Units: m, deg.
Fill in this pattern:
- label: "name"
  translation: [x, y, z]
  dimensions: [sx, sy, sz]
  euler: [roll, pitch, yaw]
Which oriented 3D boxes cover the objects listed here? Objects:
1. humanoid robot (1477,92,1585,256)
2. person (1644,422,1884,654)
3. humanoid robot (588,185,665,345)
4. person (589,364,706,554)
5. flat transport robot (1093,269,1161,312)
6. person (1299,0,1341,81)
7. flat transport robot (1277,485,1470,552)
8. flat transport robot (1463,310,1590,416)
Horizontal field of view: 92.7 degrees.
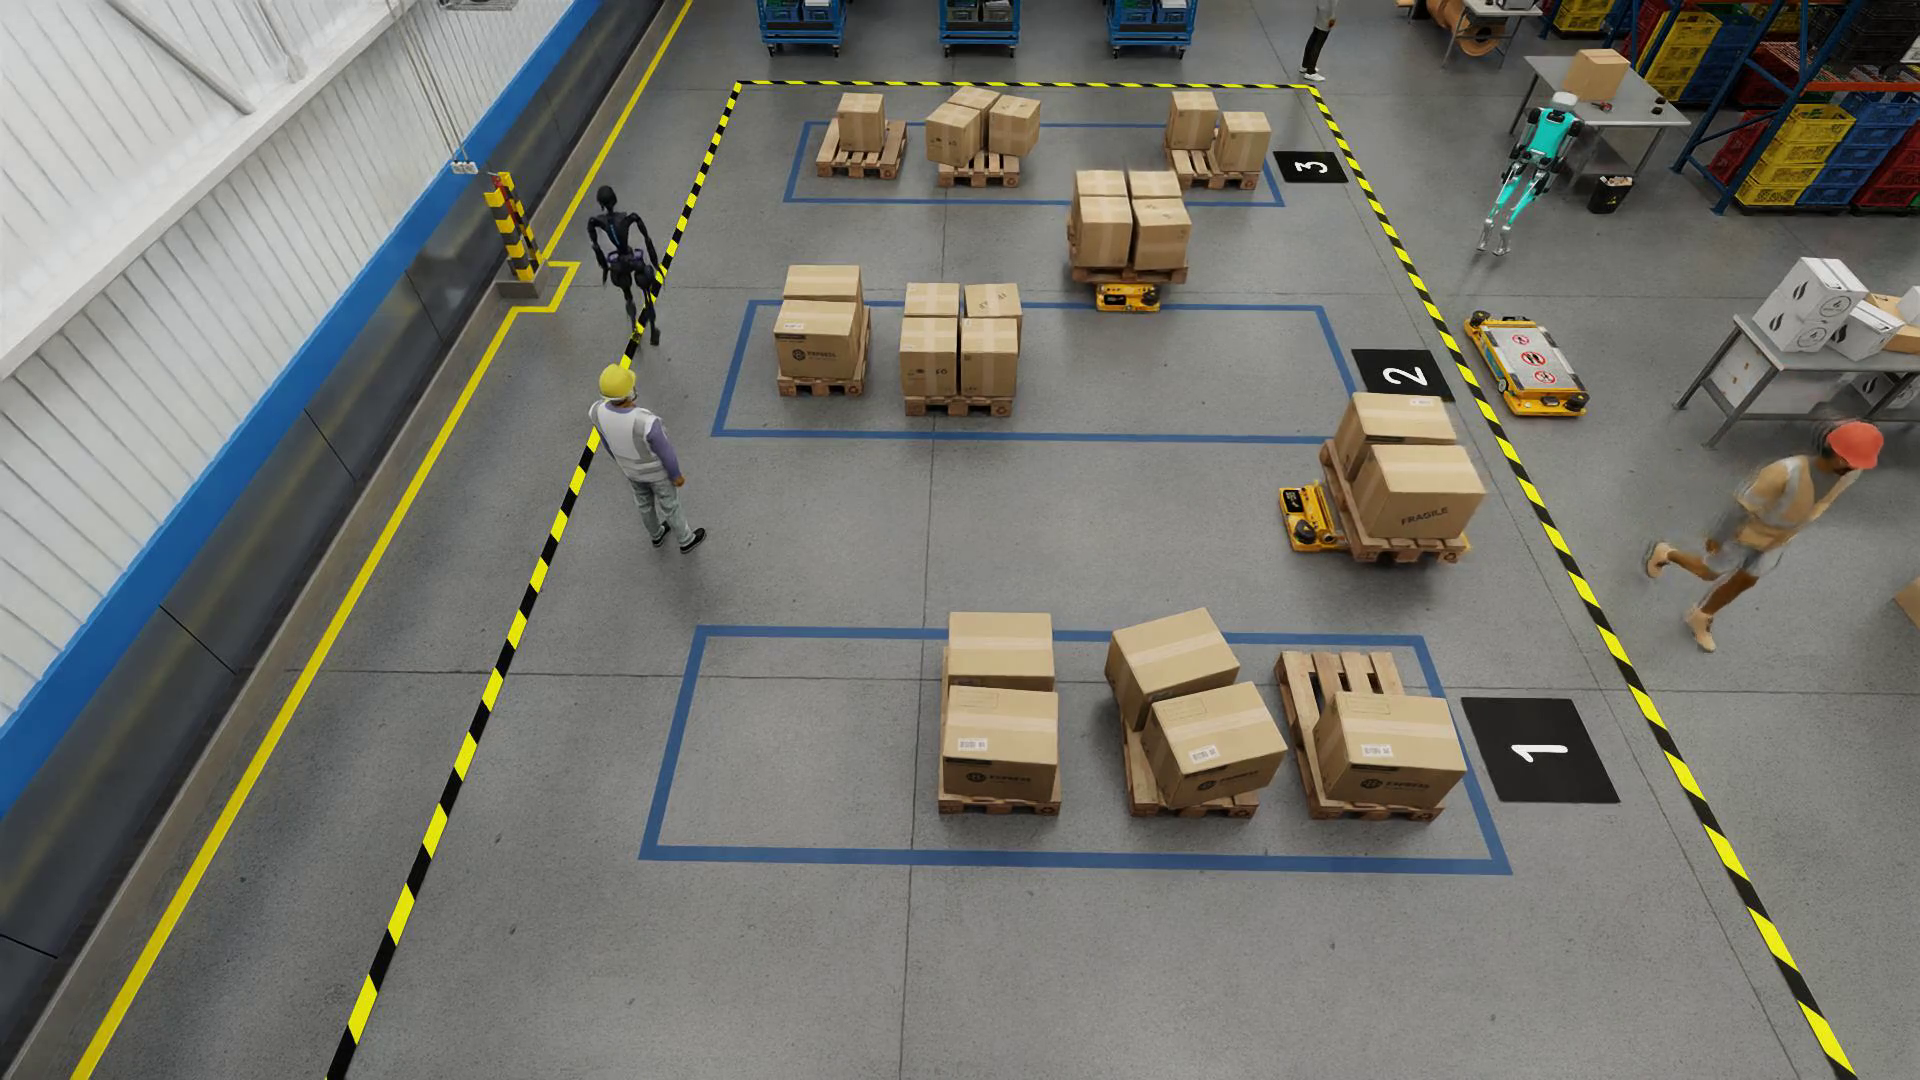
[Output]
- label: "humanoid robot"
  translation: [5.981, -3.817, 9.778]
  dimensions: [0.735, 1.676, 0.533]
  euler: [-37, 58, -27]
- label: "person"
  translation: [5.623, -0.105, 6.469]
  dimensions: [0.614, 2.017, 0.799]
  euler: [-1, 49, -1]
- label: "humanoid robot"
  translation: [-3.210, -2.650, 8.892]
  dimensions: [0.603, 1.647, 0.351]
  euler: [-6, 49, -5]
- label: "person"
  translation: [-2.384, -0.591, 7.007]
  dimensions: [0.589, 1.837, 0.404]
  euler: [15, 51, 12]
- label: "flat transport robot"
  translation: [1.801, -3.023, 10.132]
  dimensions: [0.652, 0.197, 1.431]
  euler: [1, 49, 1]
- label: "person"
  translation: [5.252, -7.545, 13.016]
  dimensions: [0.372, 1.852, 0.596]
  euler: [0, 49, 0]
- label: "flat transport robot"
  translation: [3.472, -0.210, 7.697]
  dimensions: [1.431, 0.197, 0.652]
  euler: [1, 49, 1]
- label: "flat transport robot"
  translation: [5.573, -1.757, 9.054]
  dimensions: [0.659, 0.231, 1.431]
  euler: [1, 49, 1]
